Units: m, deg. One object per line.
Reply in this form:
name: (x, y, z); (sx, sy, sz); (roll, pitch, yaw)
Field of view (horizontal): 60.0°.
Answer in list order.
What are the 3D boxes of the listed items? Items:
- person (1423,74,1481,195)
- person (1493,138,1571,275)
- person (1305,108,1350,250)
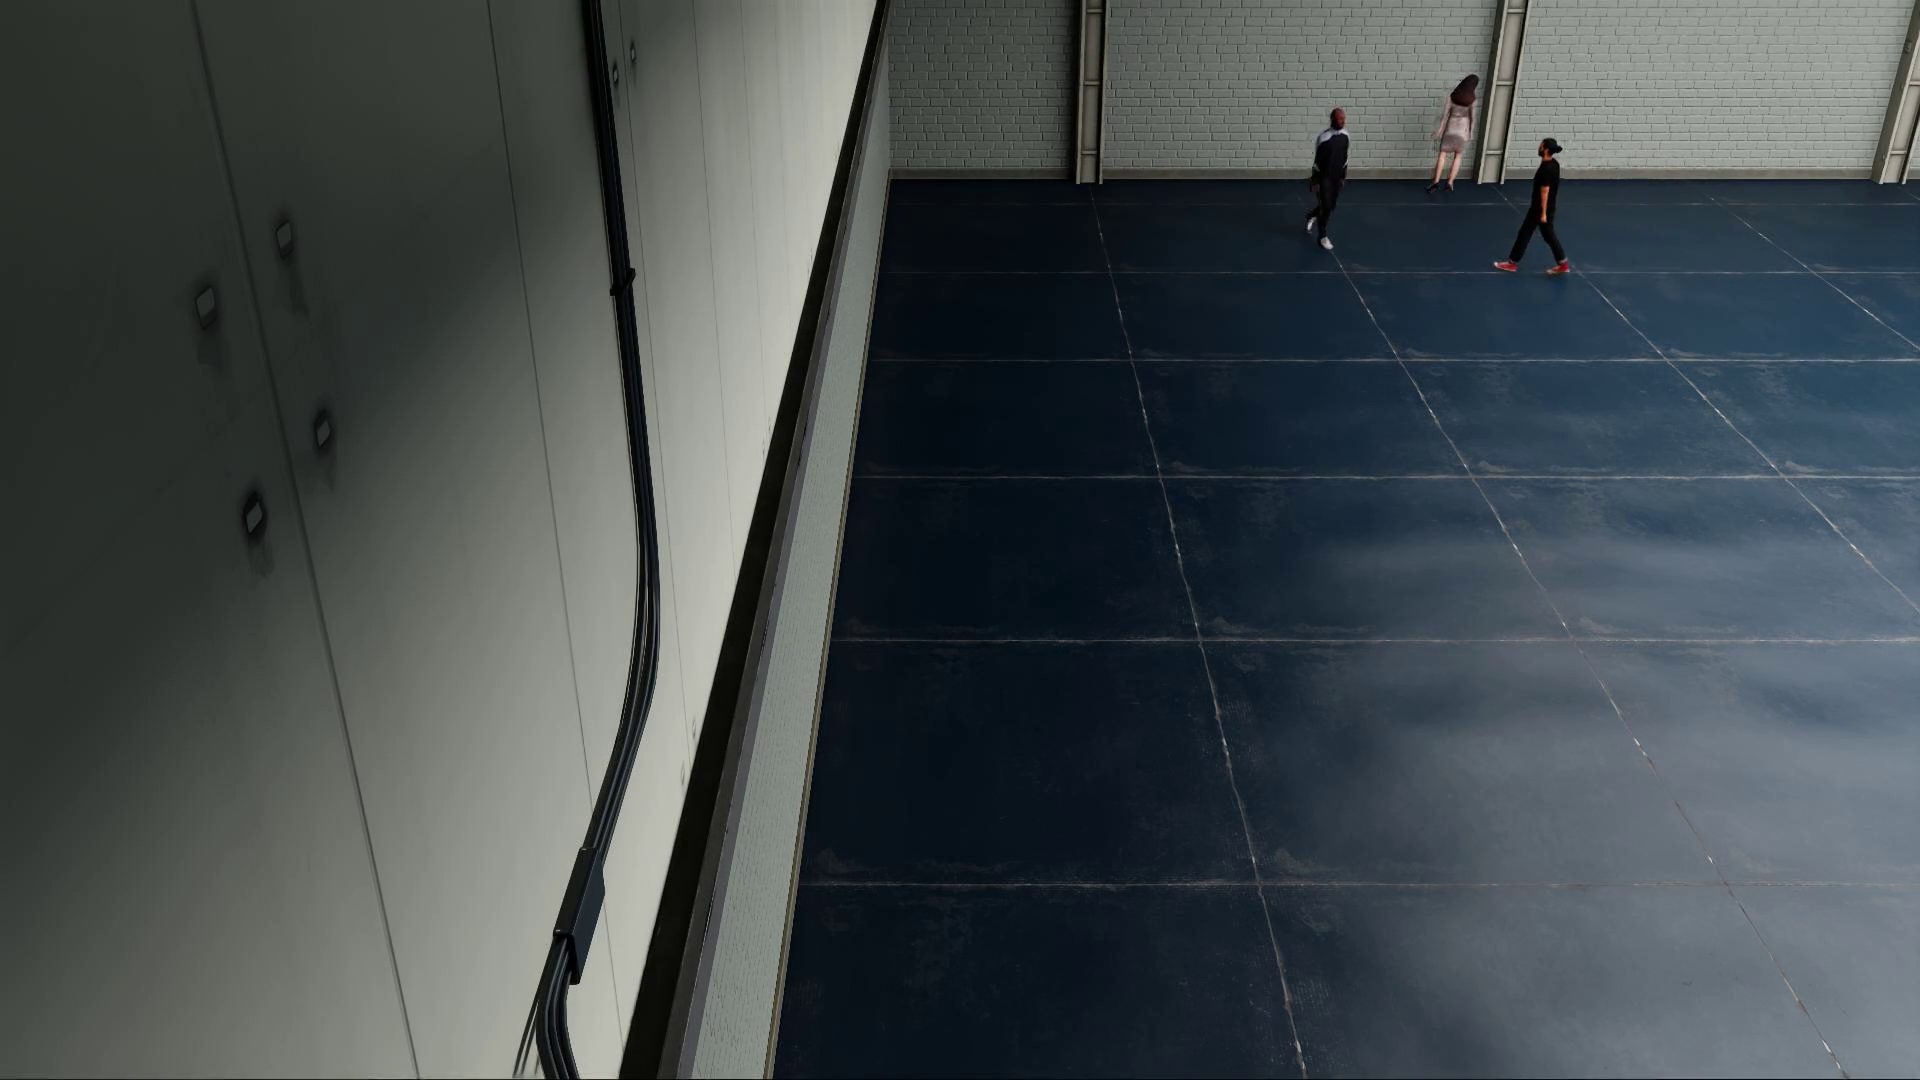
person: (7.099, -5.846, 23.993); (0.674, 1.718, 0.871); (7, 29, 13)
person: (7.344, -4.097, 20.715); (1.251, 1.713, 1.036); (16, 32, 28)
person: (4.807, -4.813, 21.973); (1.123, 1.795, 1.050); (-11, 30, -20)
